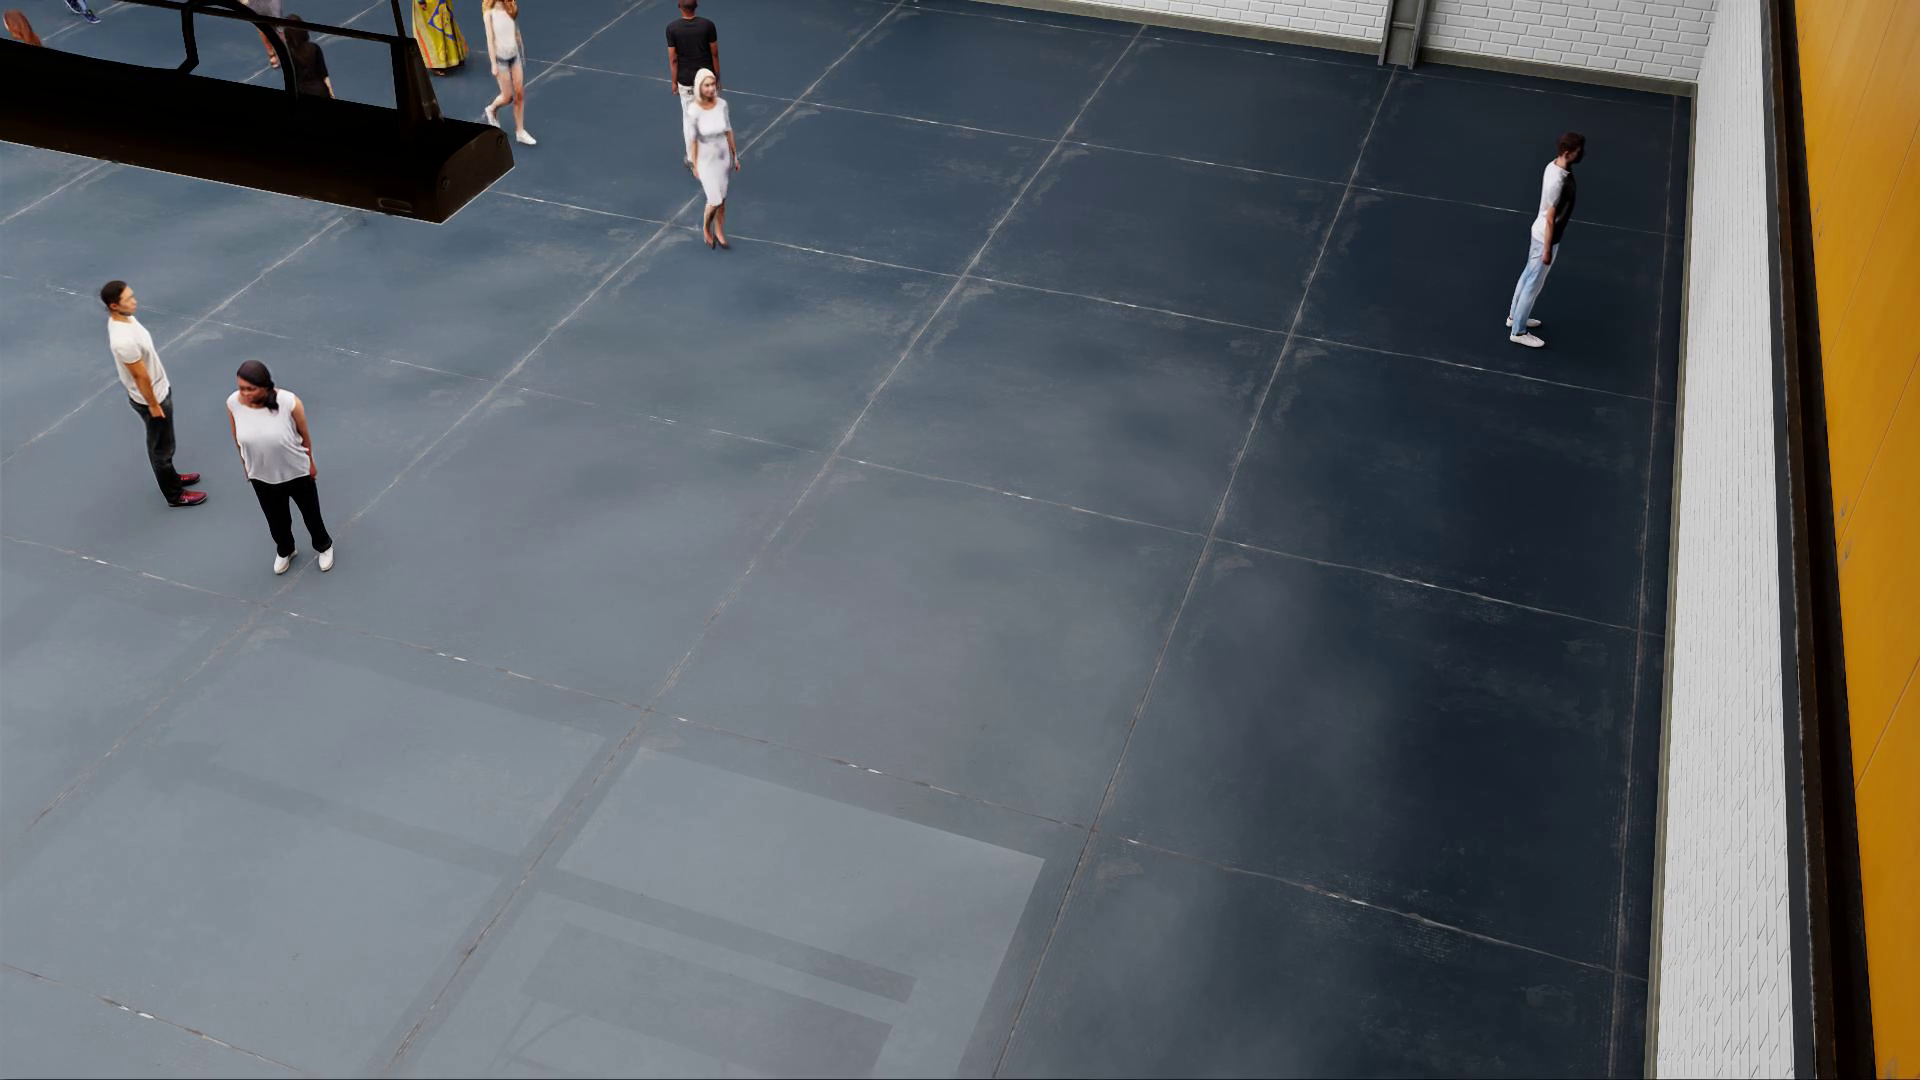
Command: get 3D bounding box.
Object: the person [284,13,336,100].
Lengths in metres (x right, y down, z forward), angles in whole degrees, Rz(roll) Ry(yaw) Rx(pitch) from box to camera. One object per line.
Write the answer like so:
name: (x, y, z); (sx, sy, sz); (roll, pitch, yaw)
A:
person: (-6.286, -4.285, 16.193); (0.752, 1.631, 0.814); (-19, 43, -23)

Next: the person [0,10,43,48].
person: (-9.176, -4.602, 16.728); (0.887, 1.459, 0.783); (-6, 39, -8)

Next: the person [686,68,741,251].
person: (-2.288, -3.459, 15.071); (0.662, 1.740, 0.685); (-31, 48, -33)

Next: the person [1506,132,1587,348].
person: (4.859, -2.517, 13.802); (0.565, 1.851, 0.676); (9, 39, 11)

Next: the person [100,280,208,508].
person: (-5.883, -1.066, 12.028); (0.770, 1.798, 0.699); (-18, 42, -21)

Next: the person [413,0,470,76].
person: (-5.810, -5.998, 18.314); (0.814, 1.660, 0.886); (18, 42, 21)

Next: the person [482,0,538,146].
person: (-4.654, -4.849, 16.809); (0.892, 1.744, 0.720); (24, 44, 27)

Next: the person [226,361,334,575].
person: (-4.669, -0.505, 11.415); (0.681, 1.687, 0.803); (-2, 39, -3)

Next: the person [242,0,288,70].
person: (-7.697, -6.012, 18.255); (0.933, 1.757, 1.021); (-20, 43, -23)

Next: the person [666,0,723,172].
person: (-2.589, -4.507, 16.331); (0.729, 1.805, 0.818); (-10, 40, -12)
